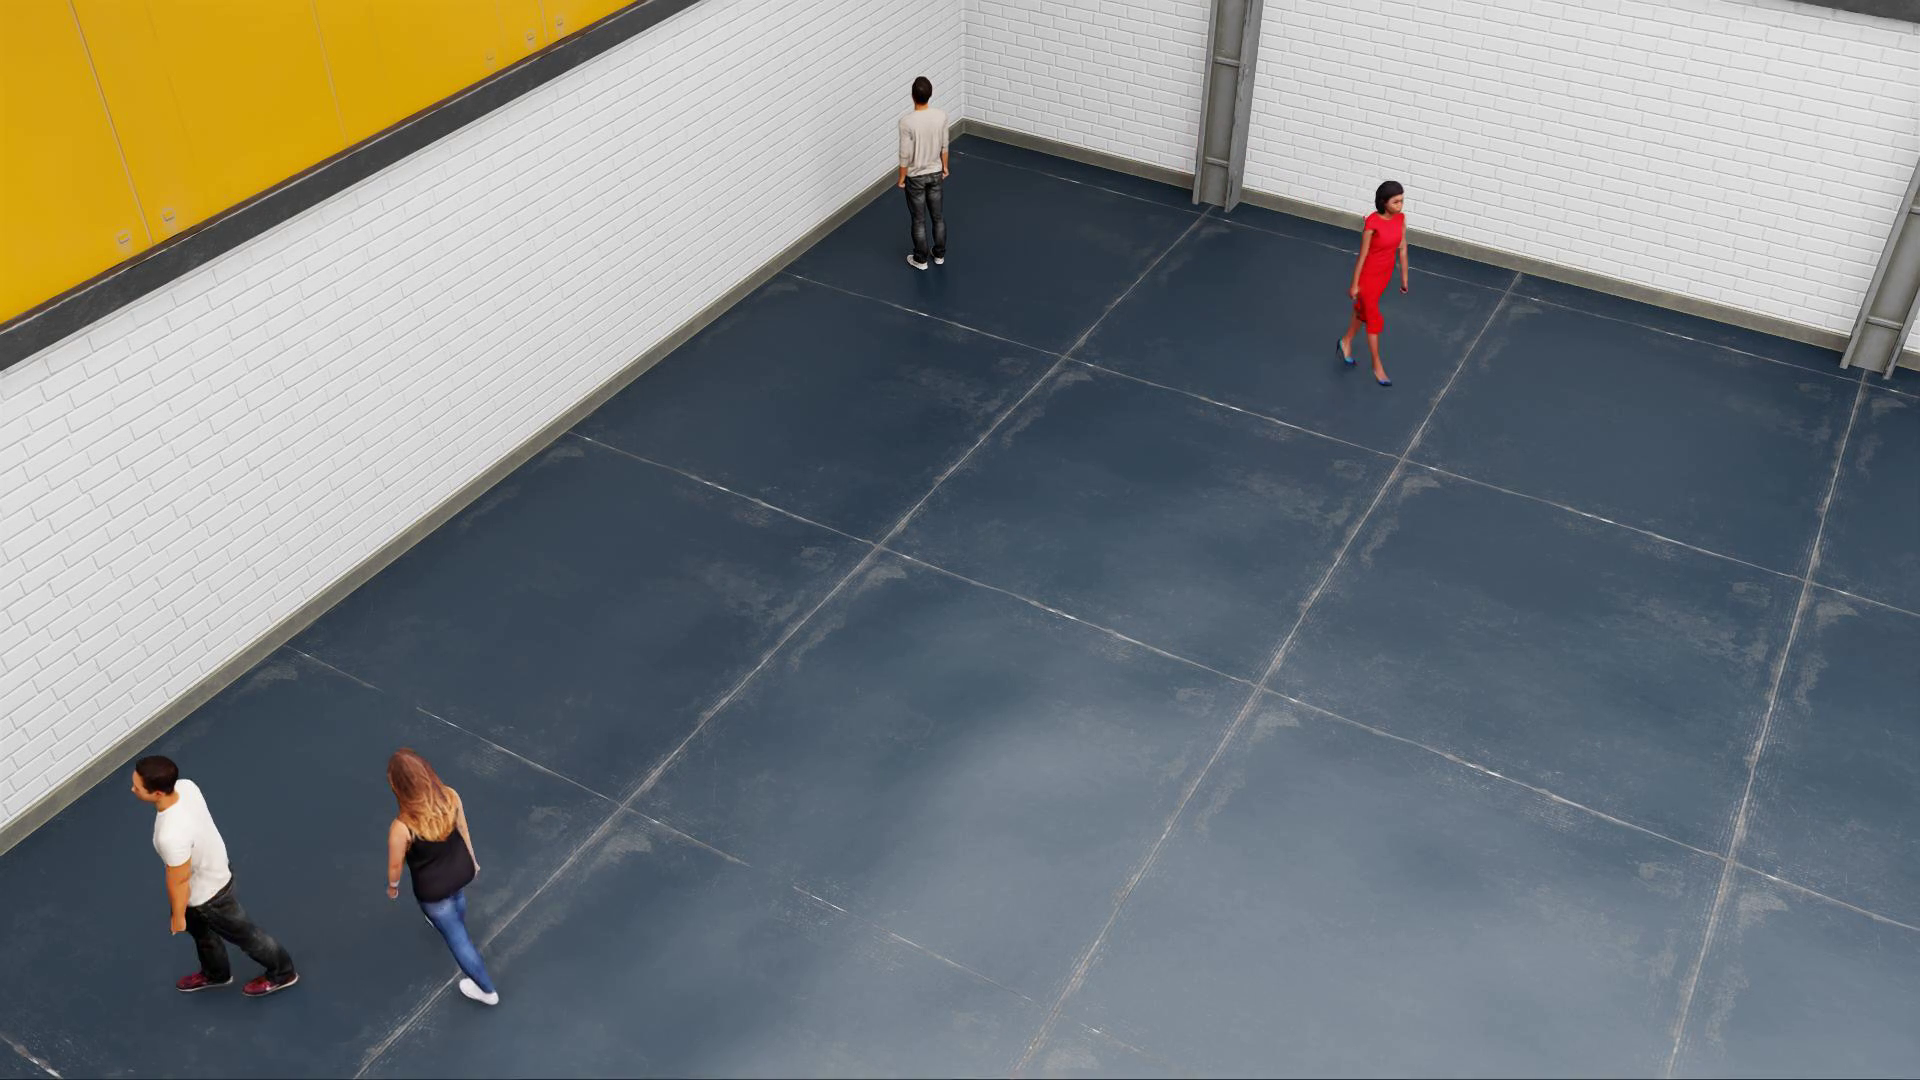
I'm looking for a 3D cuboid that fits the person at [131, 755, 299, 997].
[{"bbox_3d":[-3.841,1.765,8.694,0.970,1.781,0.934,-15,41,-18],"label":"person"}]

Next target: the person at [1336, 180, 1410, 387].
[{"bbox_3d":[3.343,-2.179,13.682,0.858,1.718,1.036,-23,44,-26],"label":"person"}]

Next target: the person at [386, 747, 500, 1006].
[{"bbox_3d":[-2.651,1.814,8.705,0.923,1.689,0.586,19,43,23],"label":"person"}]

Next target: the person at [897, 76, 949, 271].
[{"bbox_3d":[-0.318,-3.306,15.018,0.730,1.811,0.750,-16,41,-19],"label":"person"}]
